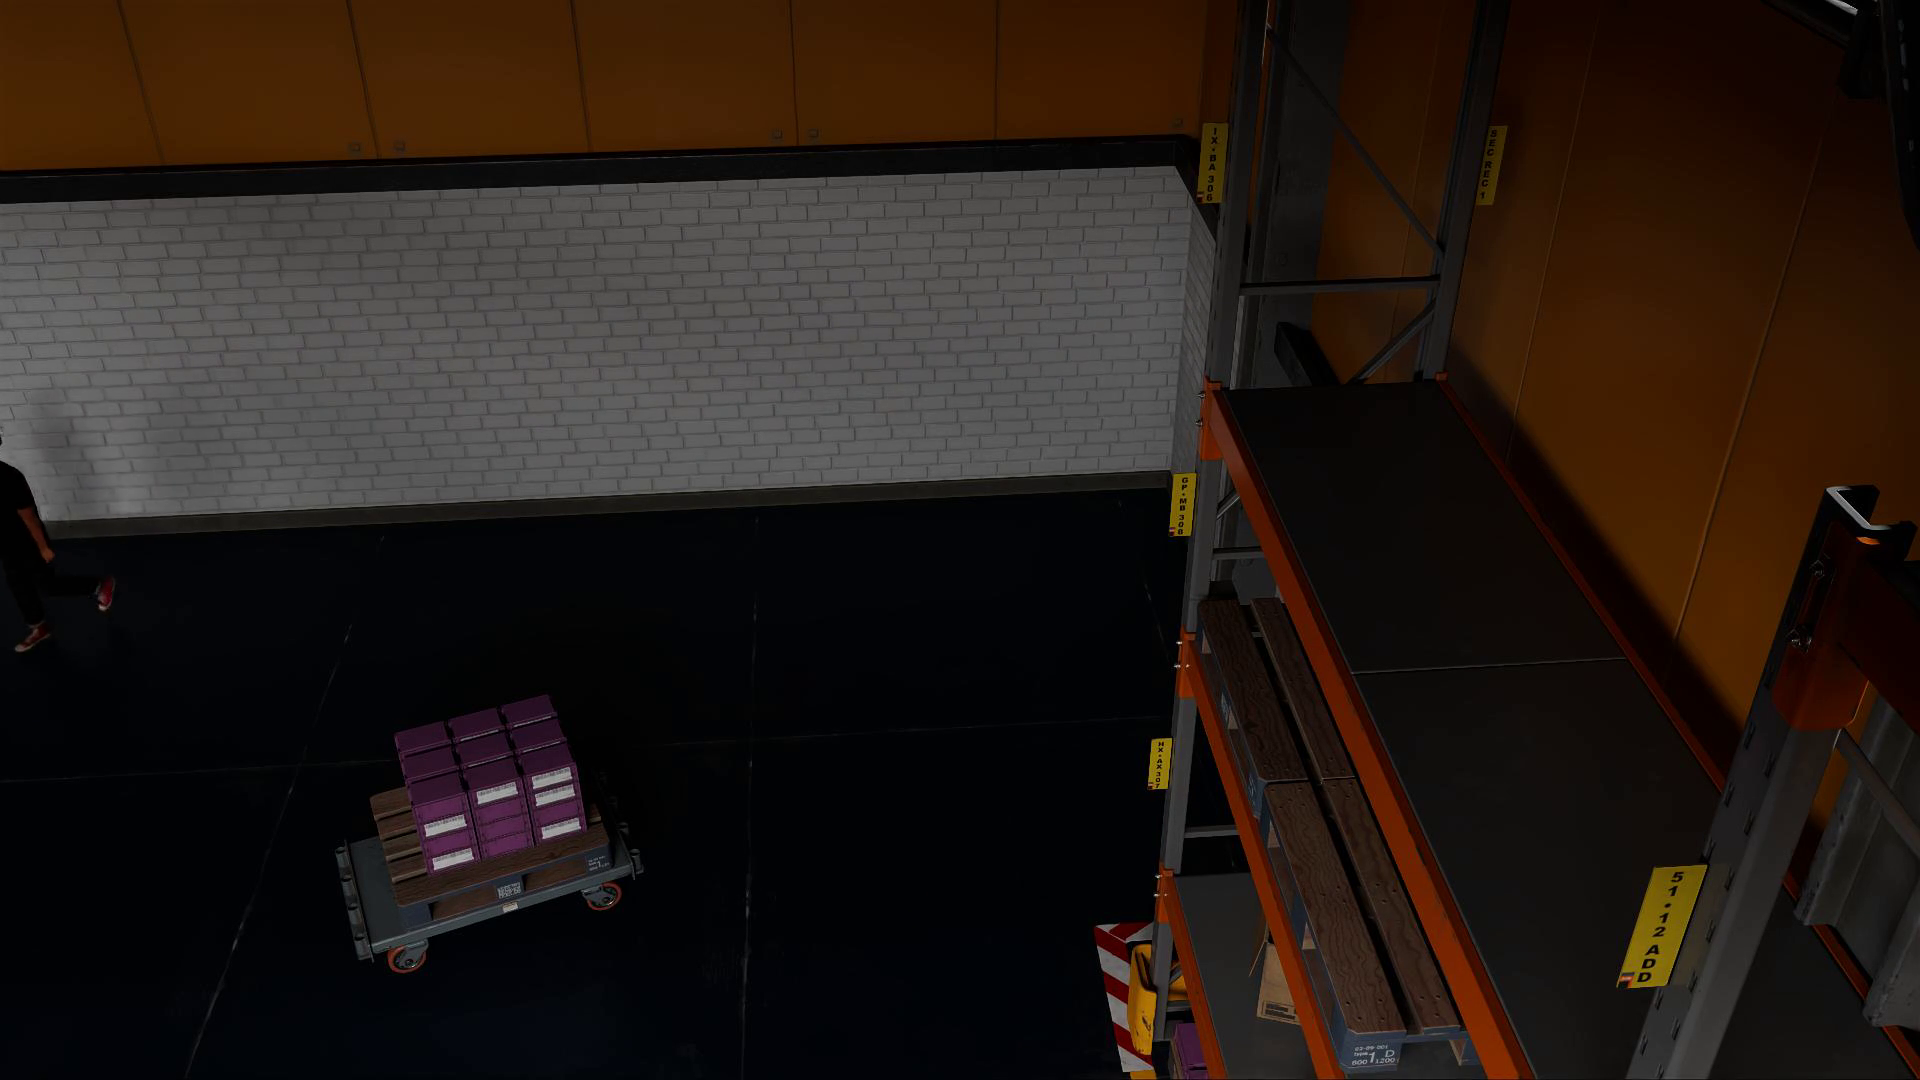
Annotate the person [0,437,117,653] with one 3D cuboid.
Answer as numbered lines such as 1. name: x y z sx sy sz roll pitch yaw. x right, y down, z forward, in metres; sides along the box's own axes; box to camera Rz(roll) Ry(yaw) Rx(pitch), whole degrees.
1. person: -6.587 -0.043 11.857 1.017 1.731 1.119 22 40 30
